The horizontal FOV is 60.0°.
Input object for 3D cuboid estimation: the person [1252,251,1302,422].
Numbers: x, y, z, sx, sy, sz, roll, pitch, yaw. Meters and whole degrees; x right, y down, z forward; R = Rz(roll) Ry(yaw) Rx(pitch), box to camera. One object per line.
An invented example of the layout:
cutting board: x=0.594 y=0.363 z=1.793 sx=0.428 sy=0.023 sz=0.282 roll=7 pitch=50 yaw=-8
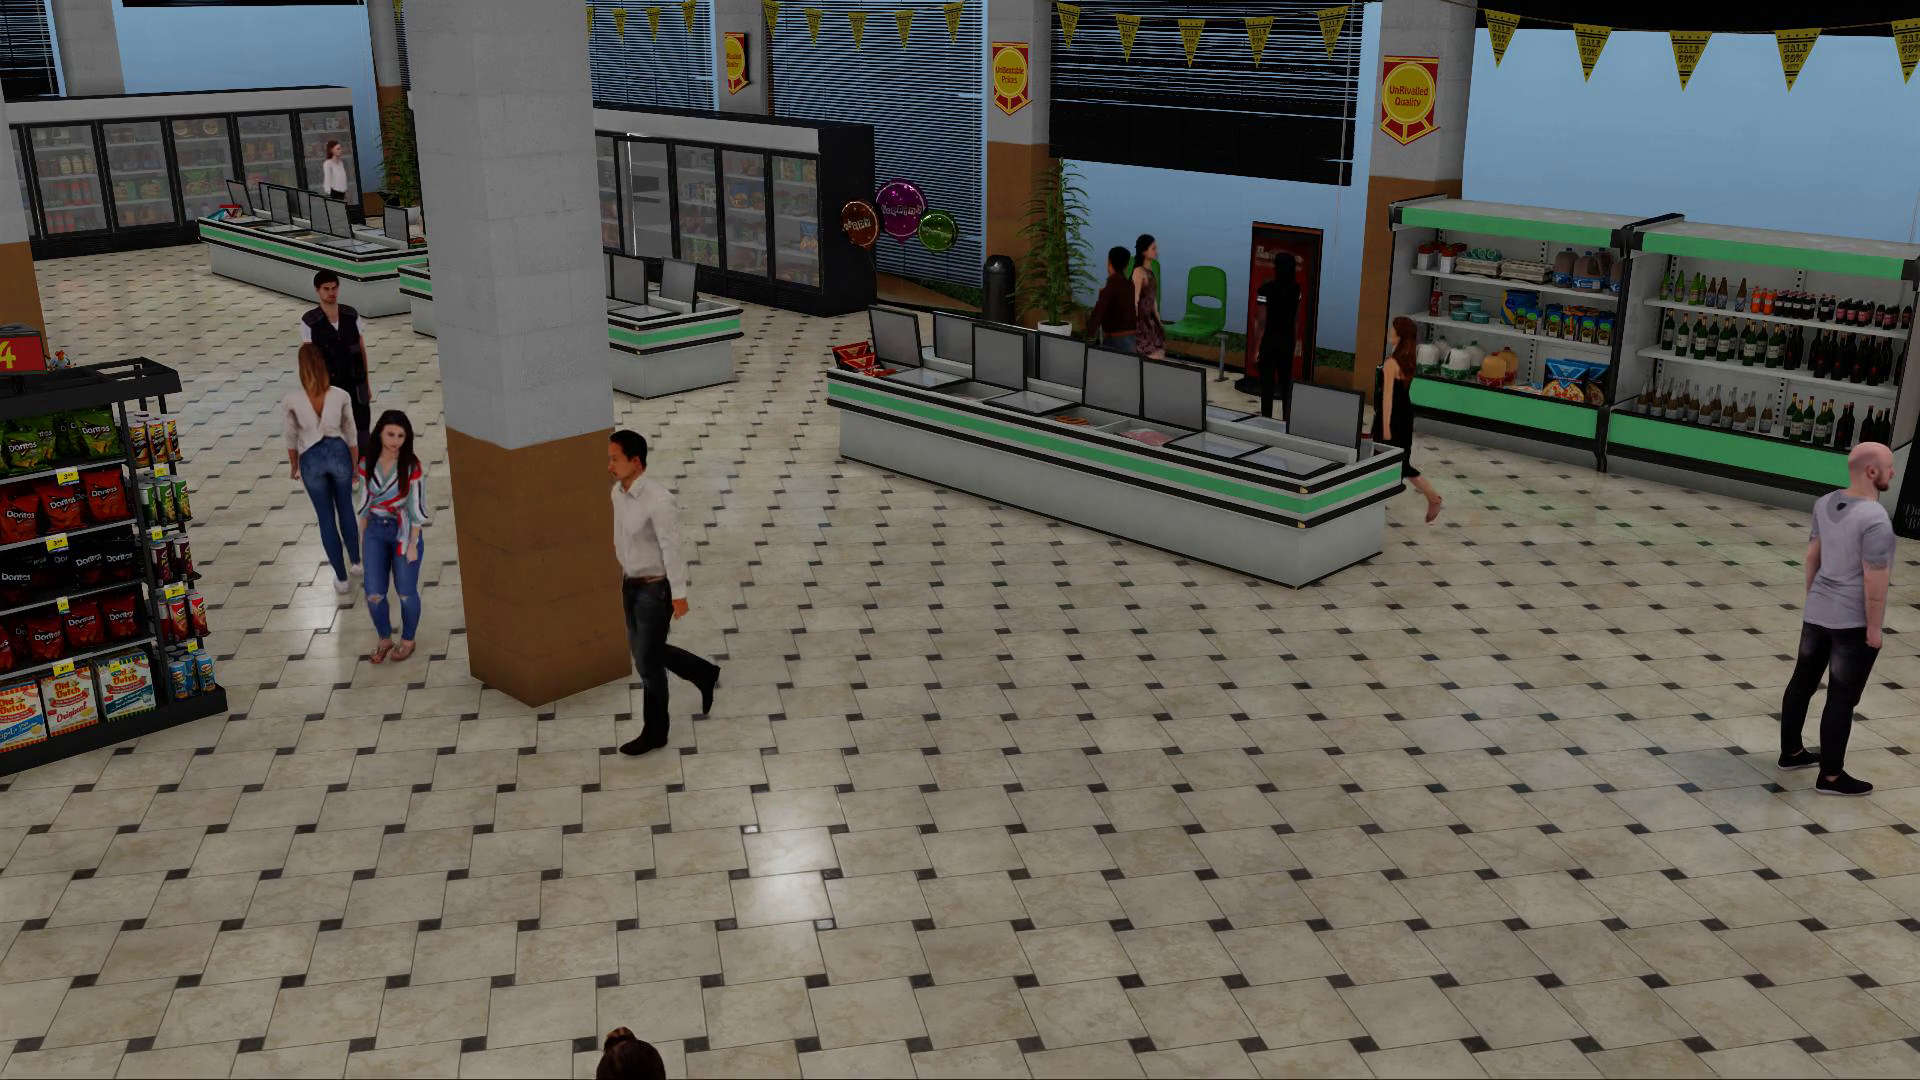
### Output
person: x=2.861 y=-1.747 z=15.021 sx=0.695 sy=1.728 sz=0.700 roll=-7 pitch=20 yaw=-21

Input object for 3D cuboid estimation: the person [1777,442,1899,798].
person: x=4.519 y=0.385 z=8.524 sx=0.825 sy=1.837 sz=0.726 roll=-3 pitch=19 yaw=-9

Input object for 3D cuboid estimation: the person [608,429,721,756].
person: x=-1.578 y=0.261 z=8.977 sx=0.773 sy=1.783 sz=0.892 roll=-17 pitch=25 yaw=-42

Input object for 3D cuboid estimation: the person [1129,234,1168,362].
person: x=1.625 y=-1.976 z=15.720 sx=1.246 sy=1.715 sz=1.037 roll=4 pitch=19 yaw=12

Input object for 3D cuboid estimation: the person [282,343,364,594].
person: x=-4.271 y=-0.457 z=11.226 sx=0.713 sy=1.706 sz=0.777 roll=-10 pitch=21 yaw=-26

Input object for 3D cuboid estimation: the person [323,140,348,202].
person: x=-9.368 y=-5.053 z=24.813 sx=1.135 sy=1.735 sz=0.996 roll=3 pitch=19 yaw=8

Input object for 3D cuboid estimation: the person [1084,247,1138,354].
person: x=1.504 y=-1.714 z=14.889 sx=0.929 sy=1.748 sz=0.825 roll=9 pitch=20 yaw=24

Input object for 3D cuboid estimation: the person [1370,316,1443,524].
person: x=3.379 y=-0.882 z=12.640 sx=0.900 sy=1.608 sz=0.551 roll=18 pitch=25 yaw=42

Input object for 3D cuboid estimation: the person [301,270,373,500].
person: x=-4.983 y=-1.254 z=13.370 sx=0.651 sy=1.847 sz=0.594 roll=-15 pitch=23 yaw=-37

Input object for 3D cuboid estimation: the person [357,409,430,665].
person: x=-3.416 y=-0.039 z=10.166 sx=0.722 sy=1.593 sz=0.790 roll=3 pitch=19 yaw=10
